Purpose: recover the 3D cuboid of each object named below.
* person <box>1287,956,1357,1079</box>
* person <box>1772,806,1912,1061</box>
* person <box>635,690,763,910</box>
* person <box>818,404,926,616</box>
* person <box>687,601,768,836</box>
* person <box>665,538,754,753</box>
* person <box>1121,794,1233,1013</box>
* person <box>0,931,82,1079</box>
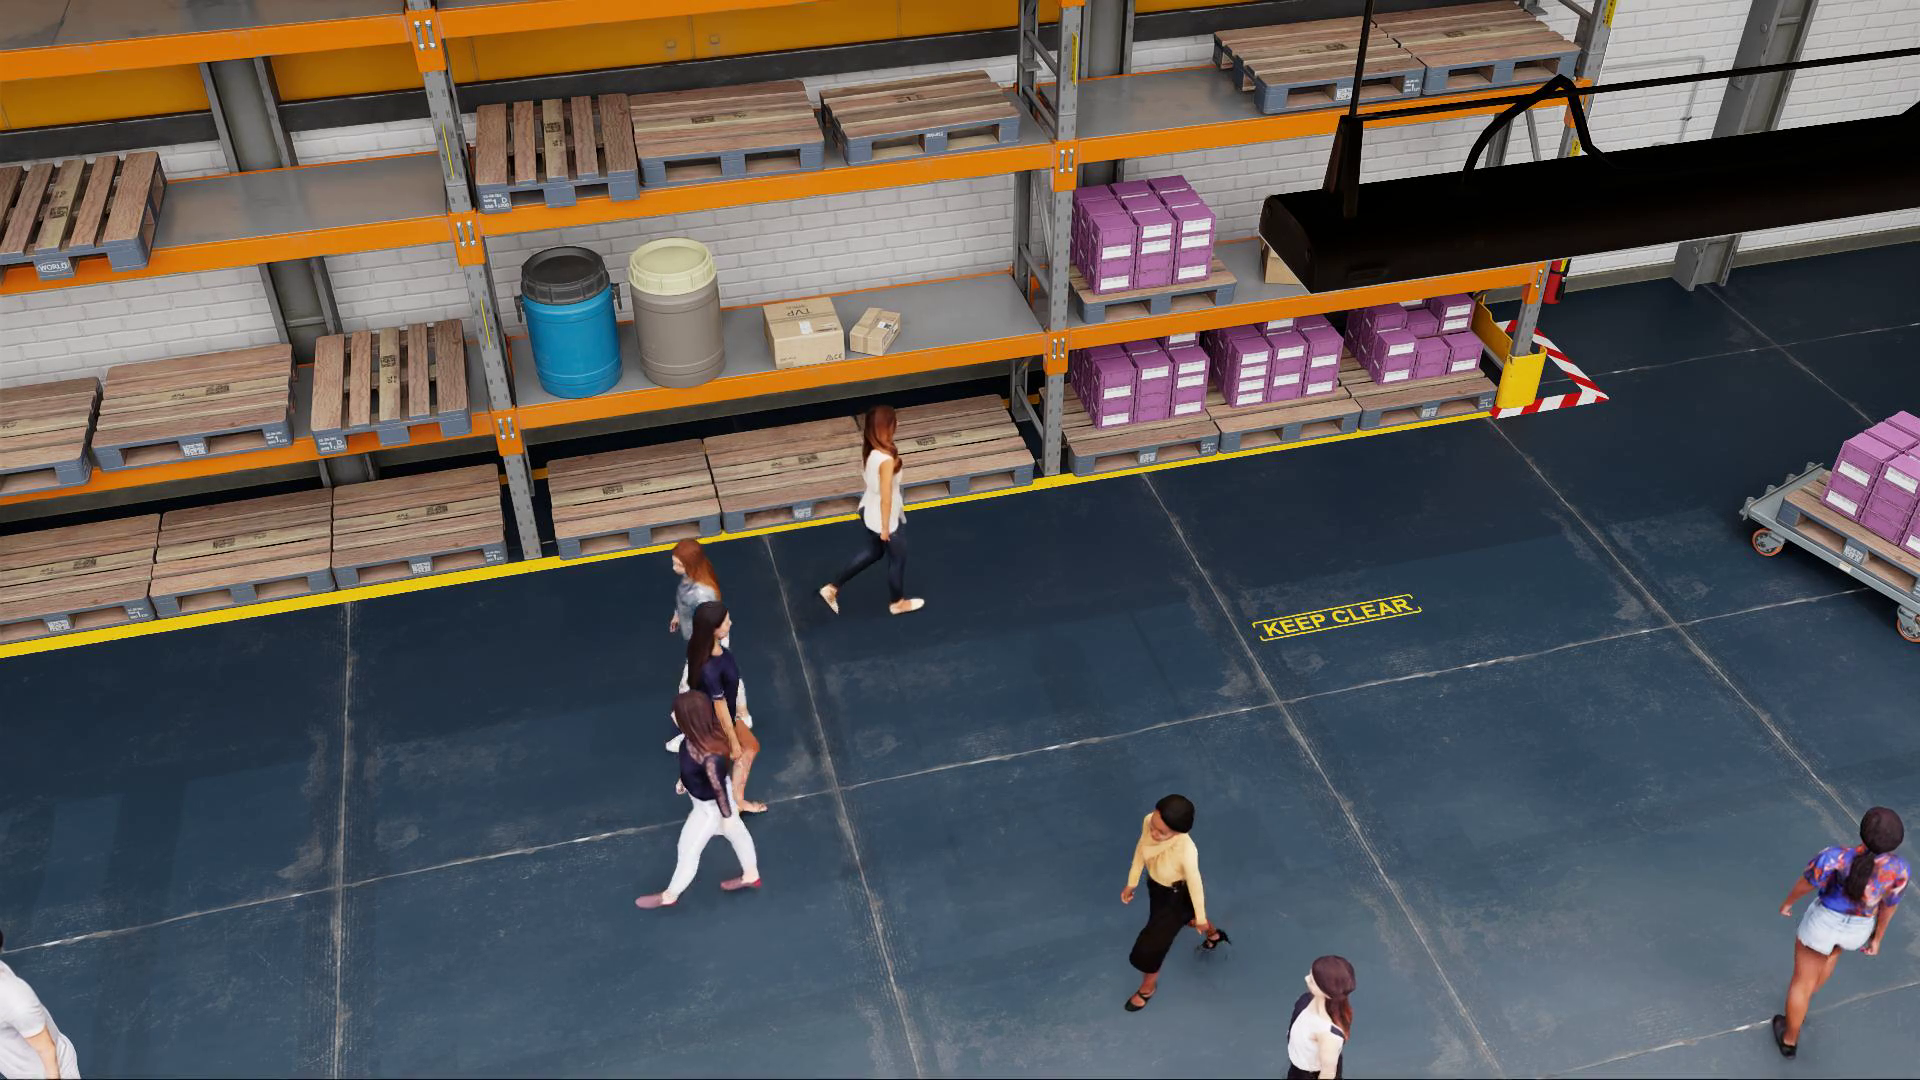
[{"bbox_3d":[1.687,2.529,7.919,0.618,1.648,0.625,4,39,5],"label":"person"},{"bbox_3d":[4.454,2.053,8.452,0.811,1.727,0.850,9,39,11],"label":"person"},{"bbox_3d":[-1.334,1.444,9.332,0.962,1.580,0.635,-7,39,-8],"label":"person"},{"bbox_3d":[-0.621,-0.150,11.178,0.994,1.766,0.670,-14,41,-17],"label":"person"},{"bbox_3d":[-1.508,1.079,9.654,0.641,1.748,0.616,-8,39,-9],"label":"person"},{"bbox_3d":[-1.474,0.624,10.281,0.822,1.677,0.732,-2,39,-3],"label":"person"},{"bbox_3d":[1.172,1.863,8.782,0.975,1.612,0.684,-12,40,-15],"label":"person"},{"bbox_3d":[-4.372,2.441,7.863,0.762,1.856,0.802,23,44,26],"label":"person"}]
